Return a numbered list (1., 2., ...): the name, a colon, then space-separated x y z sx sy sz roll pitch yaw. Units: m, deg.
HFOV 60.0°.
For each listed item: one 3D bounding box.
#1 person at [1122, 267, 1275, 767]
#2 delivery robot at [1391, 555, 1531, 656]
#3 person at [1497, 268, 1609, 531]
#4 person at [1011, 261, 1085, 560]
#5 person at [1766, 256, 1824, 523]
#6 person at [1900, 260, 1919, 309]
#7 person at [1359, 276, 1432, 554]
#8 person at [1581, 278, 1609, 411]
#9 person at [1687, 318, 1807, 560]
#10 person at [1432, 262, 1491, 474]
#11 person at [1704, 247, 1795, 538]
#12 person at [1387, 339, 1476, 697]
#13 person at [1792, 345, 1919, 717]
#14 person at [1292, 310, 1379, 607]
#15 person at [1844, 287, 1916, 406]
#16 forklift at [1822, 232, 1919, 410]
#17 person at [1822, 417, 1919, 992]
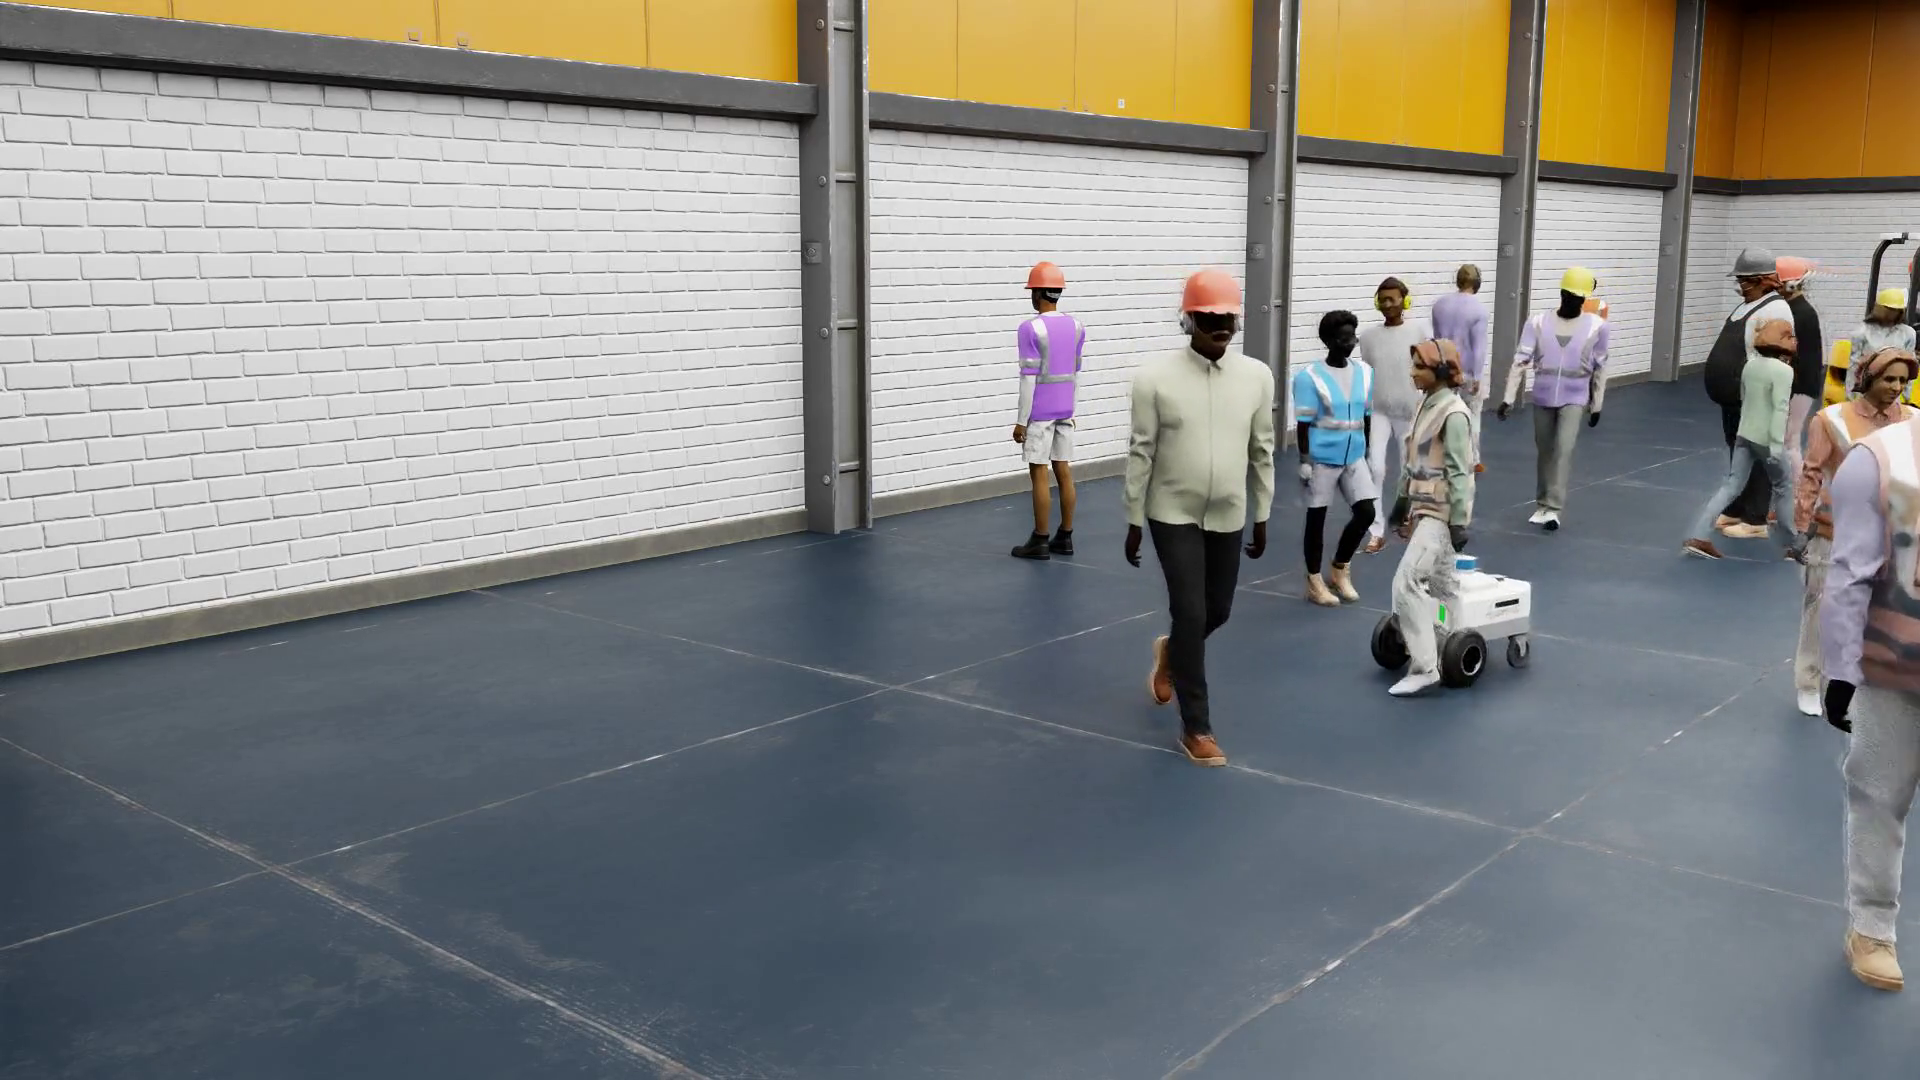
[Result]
1. person: 0.944 -0.131 6.808 0.629 1.965 0.879 -2 10 -13
2. delivery robot: 2.401 0.318 7.956 0.707 0.478 0.477 -7 12 -35
3. person: 4.232 -0.995 11.917 0.699 1.869 0.968 5 11 27
4. person: 0.556 -0.838 10.867 0.545 1.938 0.362 -9 14 -43
5. person: 6.099 -1.092 12.223 0.513 1.966 0.627 3 10 16
6. person: 10.112 -2.031 17.660 0.544 1.938 0.354 3 10 17
7. person: 2.955 -0.862 11.274 0.518 1.847 0.824 4 11 23
8. person: 7.722 -2.416 20.560 0.531 1.694 0.320 3 10 14
9. person: 5.174 -0.642 10.800 0.864 1.592 0.506 -1 10 -8
10. person: 4.375 -1.499 14.743 0.911 1.914 0.641 -7 12 -35
11. person: 5.532 -1.040 11.723 0.536 2.000 0.682 1 10 7
12. person: 2.110 -0.096 7.558 0.537 1.623 0.534 1 10 4
13. person: 3.806 -0.014 7.074 0.552 1.617 0.522 2 10 10
14. person: 2.113 -0.448 9.353 0.557 1.682 0.395 -4 11 -22
15. person: 7.627 -1.250 13.853 0.511 1.712 0.649 2 10 13
16. forklift: 9.955 -1.972 16.595 2.313 2.155 1.214 1 10 8
17. person: 2.591 0.372 4.345 0.648 1.817 0.745 3 10 15
